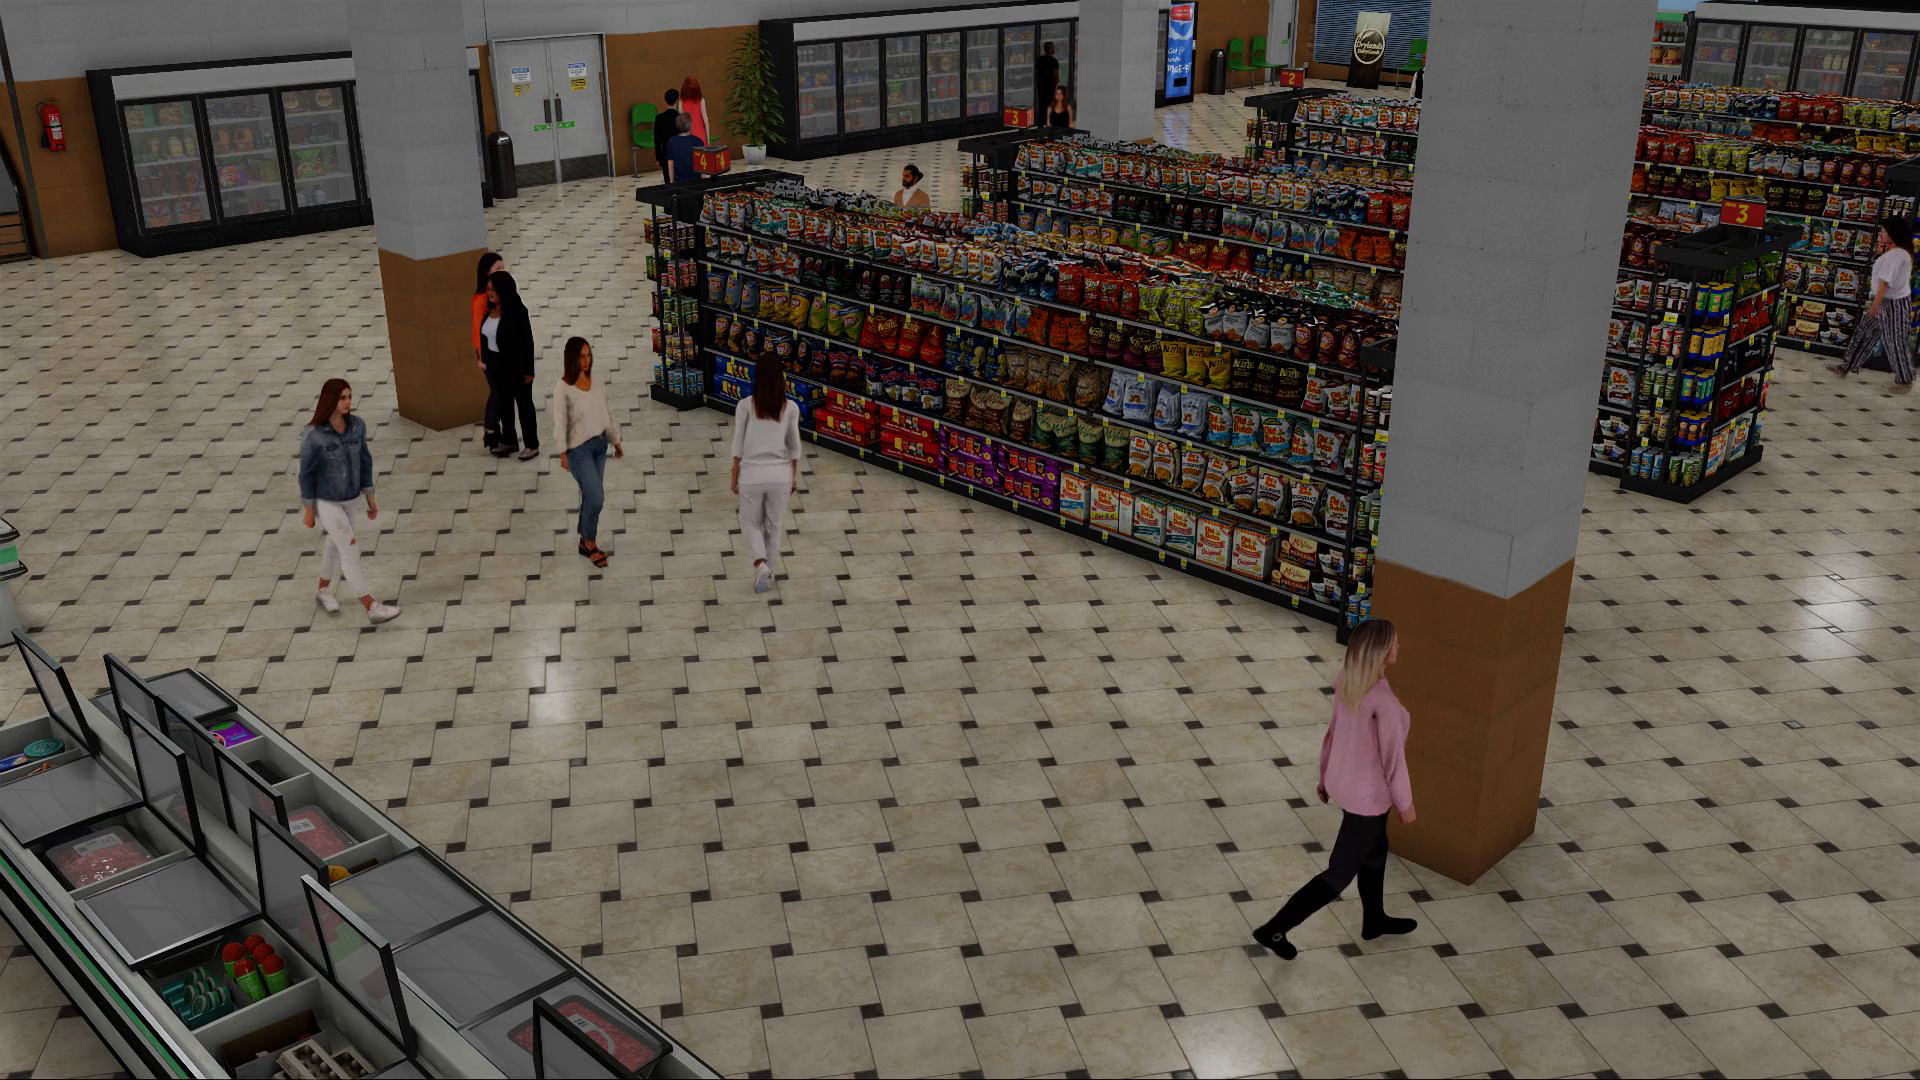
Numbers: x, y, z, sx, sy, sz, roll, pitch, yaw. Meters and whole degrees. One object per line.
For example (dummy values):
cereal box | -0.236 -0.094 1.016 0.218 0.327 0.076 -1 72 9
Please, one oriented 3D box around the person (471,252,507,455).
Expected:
person | -3.984 -1.588 14.158 0.792 1.724 0.741 9 24 21

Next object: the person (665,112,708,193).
person | -3.454 -4.513 21.239 0.706 1.871 0.794 2 22 6

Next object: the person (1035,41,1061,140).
person | 1.598 -8.191 30.464 0.484 1.819 0.731 19 28 38

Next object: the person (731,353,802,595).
person | -1.305 -0.402 11.279 0.875 1.670 0.963 -6 23 -15

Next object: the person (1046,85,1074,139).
person | 1.539 -6.007 25.167 0.751 1.715 0.798 5 22 12

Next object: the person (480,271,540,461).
person | -3.791 -1.479 14.032 0.667 1.616 0.796 11 24 25

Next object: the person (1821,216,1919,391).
person | 8.980 -2.230 15.881 1.152 1.630 0.857 13 25 29

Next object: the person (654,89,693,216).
person | -3.992 -5.339 23.268 0.772 1.892 0.844 1 22 2

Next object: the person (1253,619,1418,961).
person | 1.701 1.154 7.419 1.050 1.659 1.093 -4 22 -10

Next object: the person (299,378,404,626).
person | -4.152 -0.245 10.914 1.114 1.651 0.784 17 27 35

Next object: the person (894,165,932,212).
person | -0.532 -3.217 18.170 0.568 1.755 0.745 16 27 34

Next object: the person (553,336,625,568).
person | -2.734 -0.652 11.897 0.701 1.672 0.695 11 25 26

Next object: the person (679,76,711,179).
person | -4.042 -6.111 25.277 0.653 1.827 0.736 2 22 5
